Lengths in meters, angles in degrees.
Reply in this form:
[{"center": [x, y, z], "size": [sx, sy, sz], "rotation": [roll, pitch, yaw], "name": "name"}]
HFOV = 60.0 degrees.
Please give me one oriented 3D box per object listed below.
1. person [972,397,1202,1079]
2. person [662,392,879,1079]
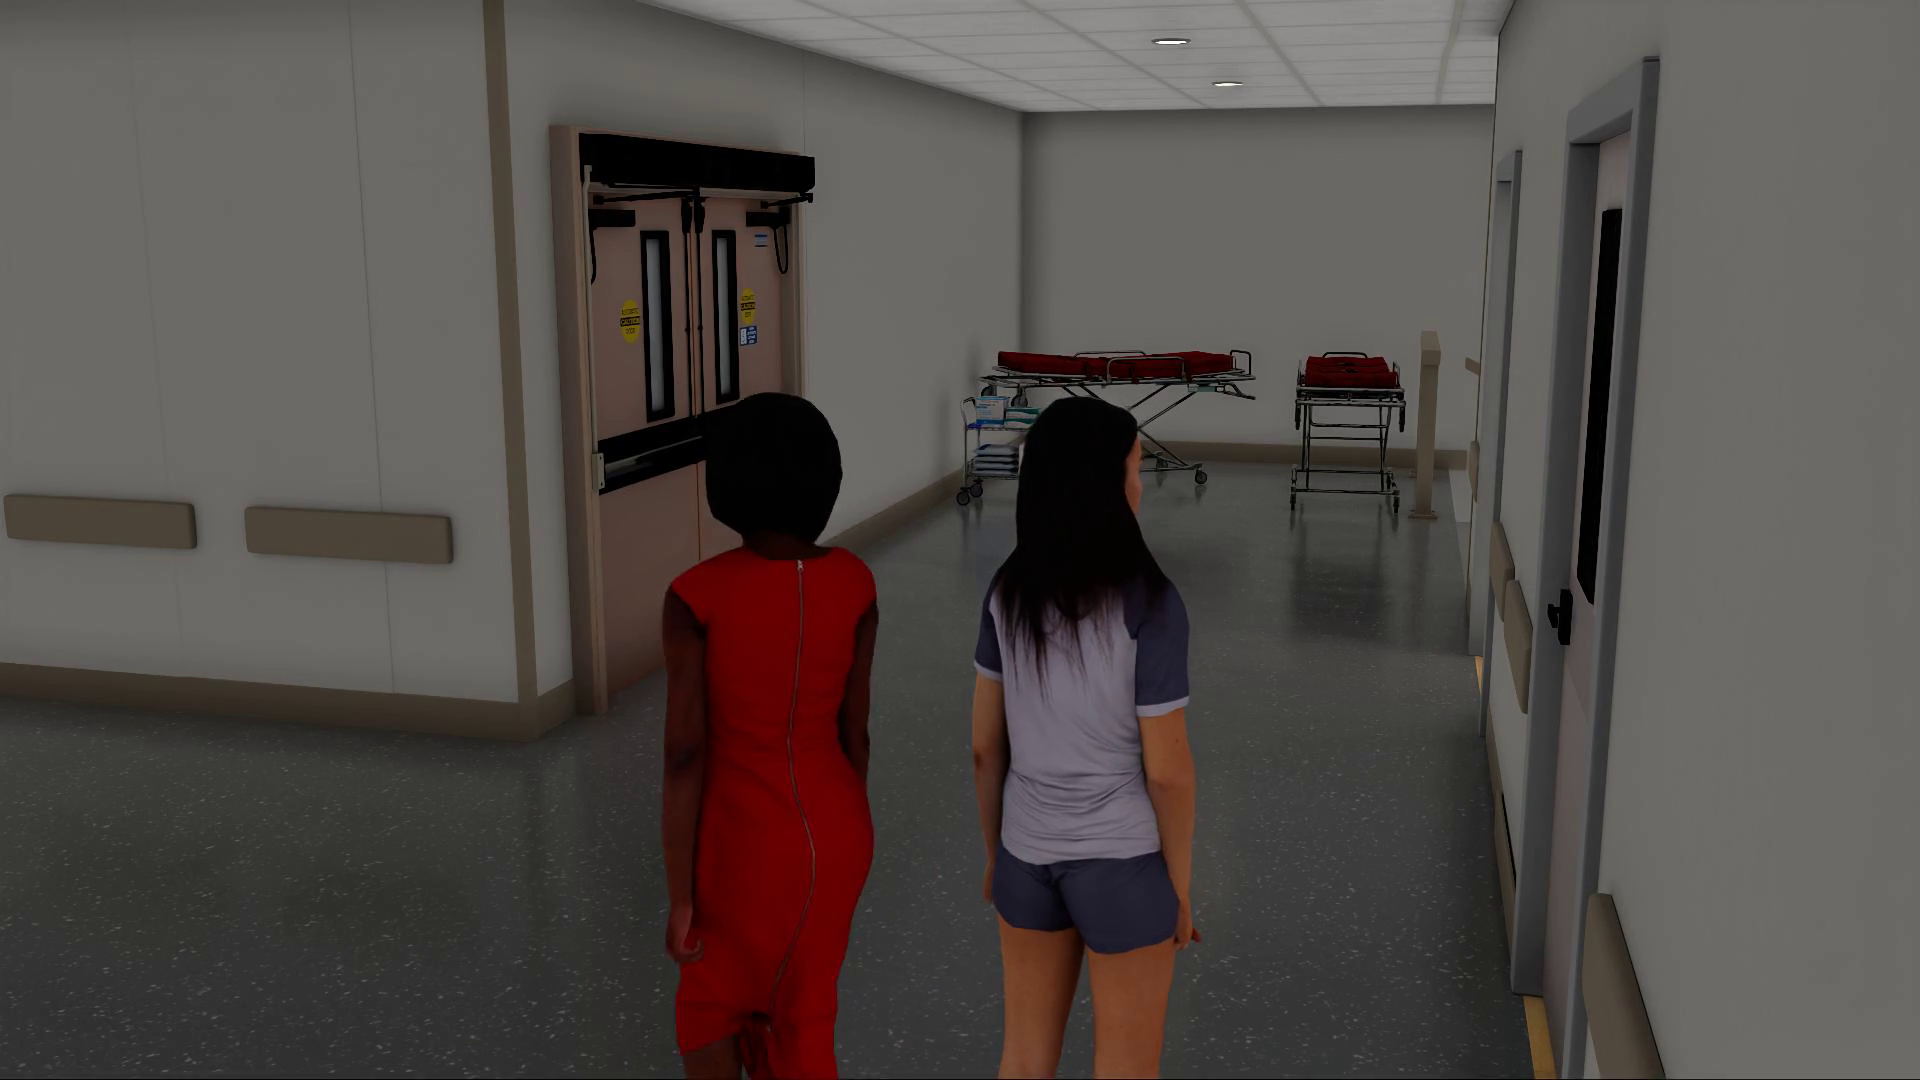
[{"center": [0.225, 0.603, 3.048], "size": [0.644, 1.732, 0.617], "rotation": [7, 13, 33], "name": "person"}, {"center": [-0.289, 0.624, 2.941], "size": [0.717, 1.731, 0.774], "rotation": [-6, 12, -29], "name": "person"}]
